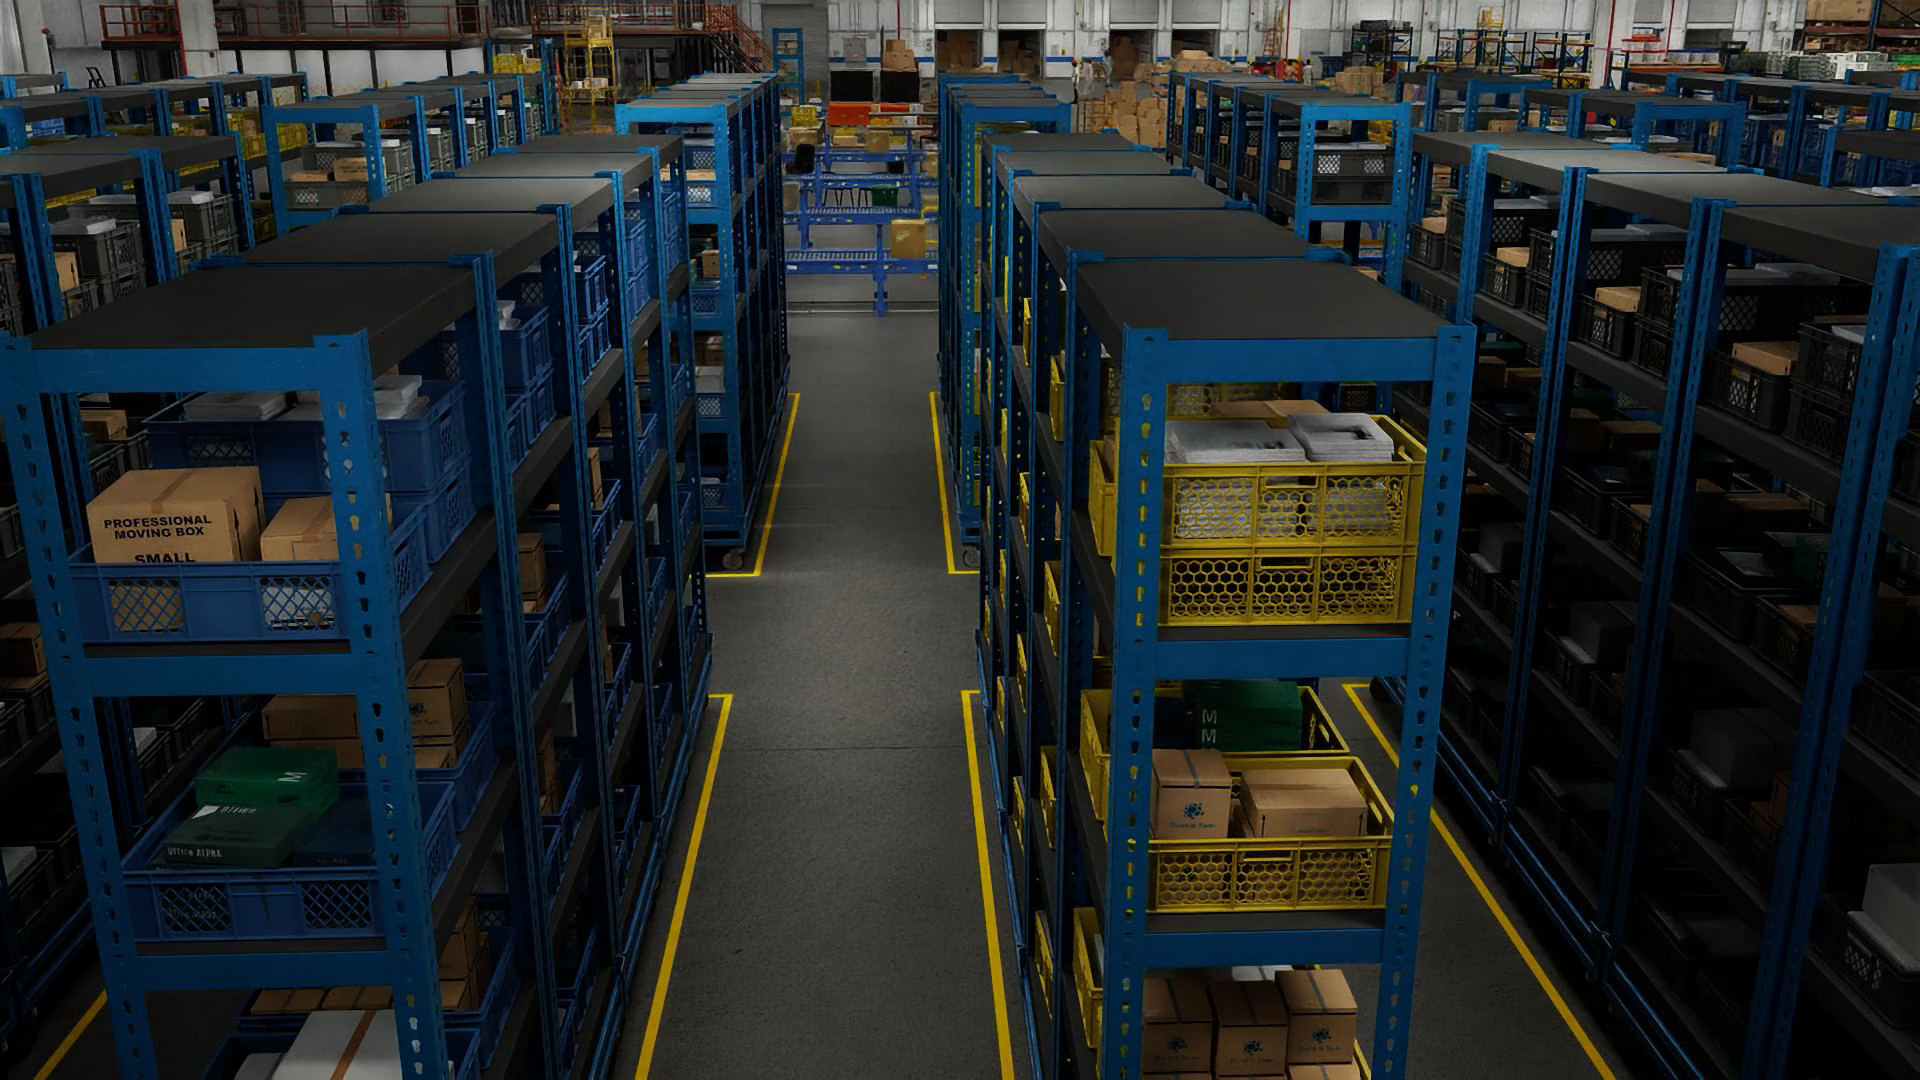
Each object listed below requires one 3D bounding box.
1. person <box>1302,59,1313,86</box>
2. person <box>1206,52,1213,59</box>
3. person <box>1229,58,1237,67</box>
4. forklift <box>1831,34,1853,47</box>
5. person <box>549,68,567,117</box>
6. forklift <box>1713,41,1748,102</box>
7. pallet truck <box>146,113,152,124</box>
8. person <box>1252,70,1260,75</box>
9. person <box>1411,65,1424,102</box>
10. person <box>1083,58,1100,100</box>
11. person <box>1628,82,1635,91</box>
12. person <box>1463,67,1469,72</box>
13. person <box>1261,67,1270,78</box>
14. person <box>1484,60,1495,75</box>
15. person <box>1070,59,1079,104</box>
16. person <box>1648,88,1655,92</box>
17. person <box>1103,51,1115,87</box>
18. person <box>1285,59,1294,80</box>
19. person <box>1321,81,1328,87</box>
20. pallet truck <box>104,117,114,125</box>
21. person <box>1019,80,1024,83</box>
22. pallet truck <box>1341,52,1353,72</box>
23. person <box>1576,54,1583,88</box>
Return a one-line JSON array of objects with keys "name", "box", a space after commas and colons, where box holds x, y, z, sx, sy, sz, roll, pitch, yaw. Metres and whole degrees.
[{"name": "person", "box": [15.721, -20.794, 75.226, 0.518, 1.874, 0.330, 8, 20, 24]}, {"name": "person", "box": [13.124, -24.756, 87.562, 0.430, 1.835, 0.630, -10, 21, -29]}, {"name": "person", "box": [13.439, -22.925, 82.084, 0.503, 1.695, 0.899, 2, 18, 7]}, {"name": "forklift", "box": [44.028, -23.961, 83.412, 1.129, 2.768, 1.873, -1, 18, -2]}, {"name": "person", "box": [-15.780, -17.577, 65.324, 0.634, 1.824, 1.016, 0, 18, -1]}, {"name": "forklift", "box": [31.051, -18.679, 67.067, 1.129, 2.768, 1.873, -1, 18, -2]}, {"name": "pallet truck", "box": [-18.087, -8.309, 36.390, 1.885, 1.965, 0.823, -1, 18, -4]}, {"name": "person", "box": [10.558, -15.771, 59.482, 0.378, 1.996, 0.611, -11, 21, -32]}, {"name": "person", "box": [18.774, -18.454, 68.003, 0.990, 1.871, 0.596, -2, 18, -7]}, {"name": "person", "box": [5.997, -20.903, 75.508, 0.939, 1.897, 0.663, -2, 18, -7]}, {"name": "person", "box": [25.402, -16.880, 63.160, 0.671, 1.850, 0.513, -7, 19, -21]}, {"name": "person", "box": [18.925, -16.807, 62.617, 1.030, 2.000, 0.696, 9, 20, 25]}, {"name": "person", "box": [11.913, -17.608, 65.333, 0.962, 1.888, 0.573, 0, 18, -1]}, {"name": "person", "box": [24.324, -21.130, 76.385, 0.558, 1.798, 0.851, -5, 19, -15]}, {"name": "person", "box": [5.058, -20.215, 73.325, 0.361, 1.939, 0.542, 0, 18, -1]}, {"name": "person", "box": [21.514, -13.206, 51.933, 0.525, 1.756, 0.364, 14, 22, 36]}, {"name": "person", "box": [7.883, -24.918, 87.971, 0.668, 1.896, 0.948, 13, 22, 34]}, {"name": "person", "box": [16.138, -22.733, 81.582, 0.861, 1.647, 0.544, -16, 24, -41]}, {"name": "person", "box": [12.377, -14.780, 56.818, 0.549, 1.745, 0.421, 3, 18, 9]}, {"name": "pallet truck", "box": [-18.367, -7.885, 35.078, 1.885, 1.965, 0.823, 1, 18, 2]}, {"name": "person", "box": [1.935, -13.066, 51.047, 0.394, 2.037, 0.605, 4, 18, 13]}, {"name": "pallet truck", "box": [18.794, -23.123, 82.231, 0.823, 1.965, 1.885, -13, 22, -35]}, {"name": "person", "box": [30.570, -22.935, 81.779, 0.376, 1.918, 0.584, -5, 19, -14]}]
